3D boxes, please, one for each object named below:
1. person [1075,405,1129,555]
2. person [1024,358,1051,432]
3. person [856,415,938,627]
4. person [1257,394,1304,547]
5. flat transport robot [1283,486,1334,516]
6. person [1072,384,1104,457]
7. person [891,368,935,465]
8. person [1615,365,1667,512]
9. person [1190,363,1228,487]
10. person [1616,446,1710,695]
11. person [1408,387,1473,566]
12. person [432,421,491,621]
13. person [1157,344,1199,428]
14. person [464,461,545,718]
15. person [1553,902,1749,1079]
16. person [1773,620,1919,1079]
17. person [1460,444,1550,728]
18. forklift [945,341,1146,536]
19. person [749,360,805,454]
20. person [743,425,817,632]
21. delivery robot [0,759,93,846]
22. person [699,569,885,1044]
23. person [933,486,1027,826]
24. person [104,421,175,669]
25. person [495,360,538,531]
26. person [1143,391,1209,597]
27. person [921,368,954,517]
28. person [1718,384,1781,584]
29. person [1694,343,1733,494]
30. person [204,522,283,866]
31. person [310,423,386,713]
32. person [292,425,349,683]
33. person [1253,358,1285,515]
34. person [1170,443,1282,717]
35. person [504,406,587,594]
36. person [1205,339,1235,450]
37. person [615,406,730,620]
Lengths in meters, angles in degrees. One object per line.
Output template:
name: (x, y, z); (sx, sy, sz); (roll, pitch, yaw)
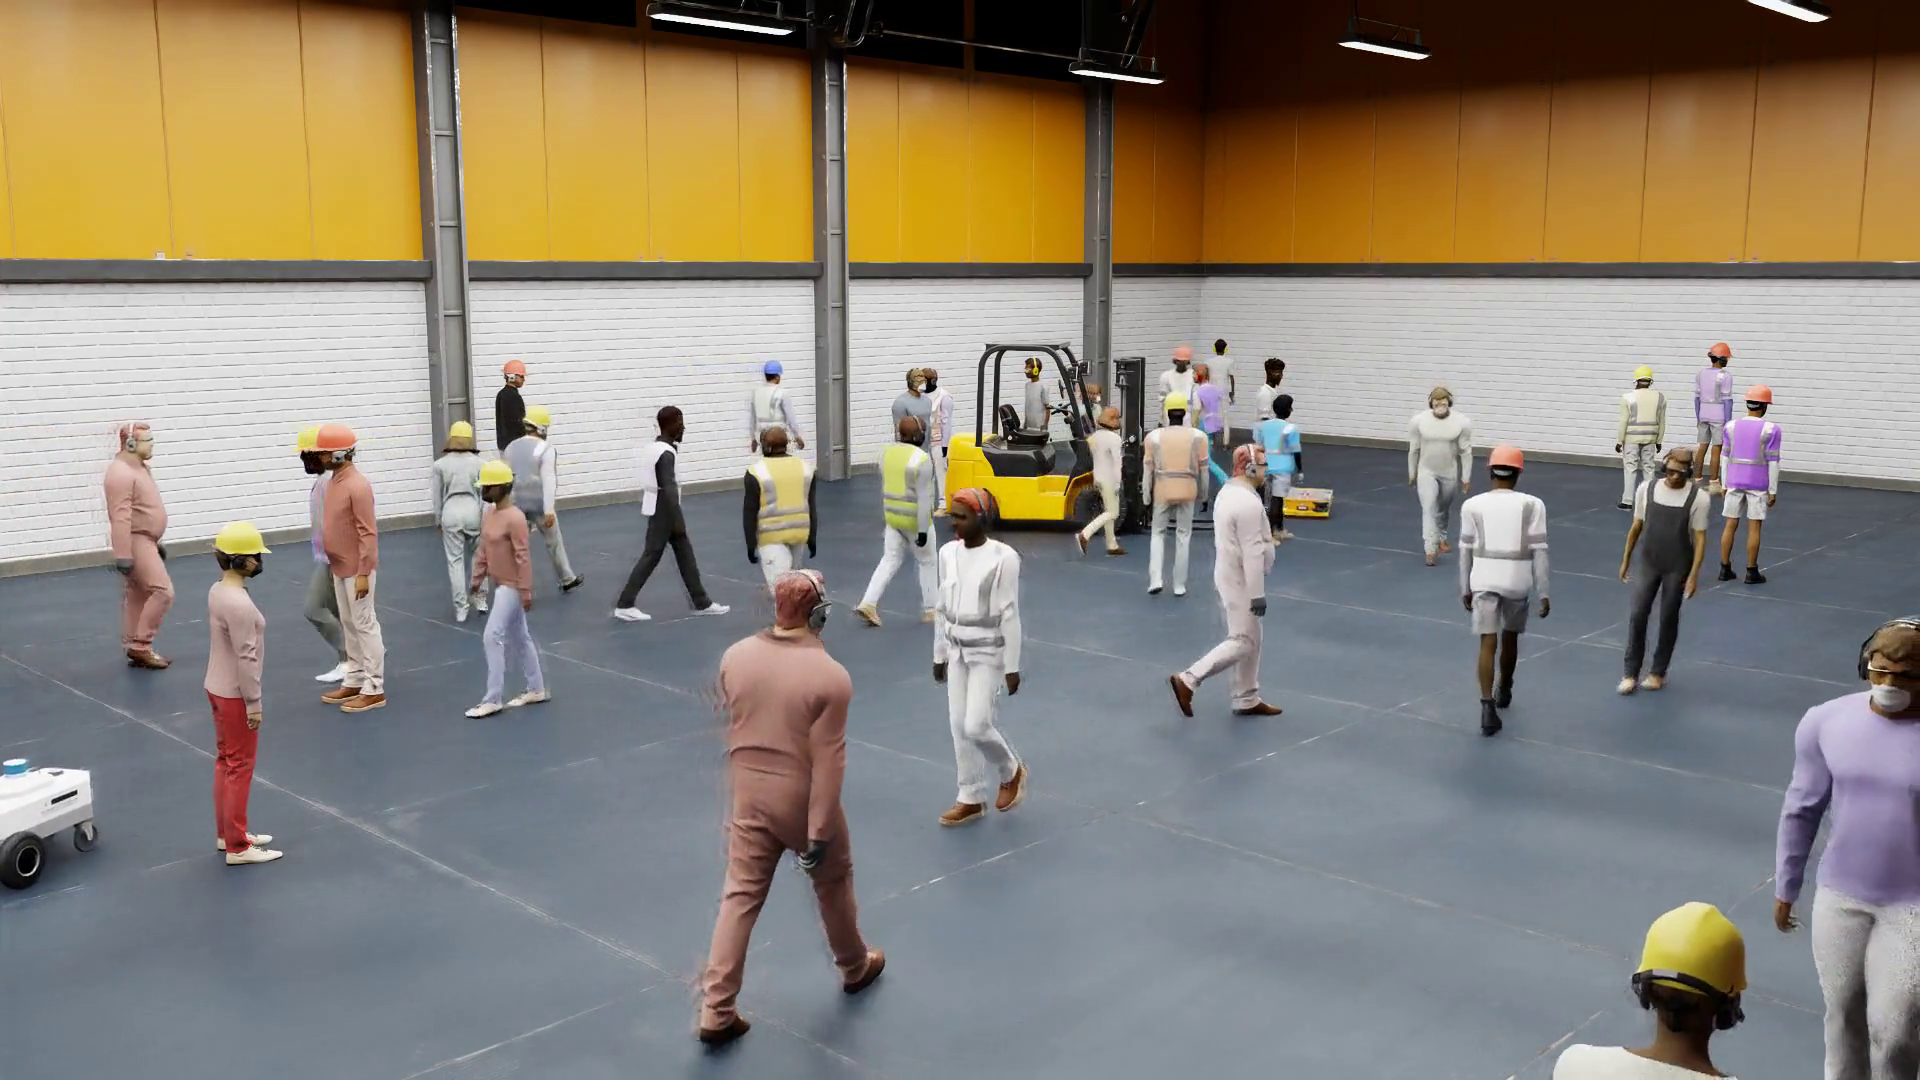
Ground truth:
person: (1.501, -0.607, 17.458); (0.631, 1.616, 0.506); (-4, 10, -24)
person: (0.998, -1.485, 22.095); (0.330, 1.859, 0.512); (-6, 11, -33)
person: (-0.484, -0.160, 14.122); (0.623, 1.812, 0.892); (9, 13, 43)
person: (3.558, -0.756, 18.182); (0.749, 1.662, 0.548); (-7, 12, -38)
flat transport robot: (4.316, -0.487, 20.823); (0.652, 0.197, 1.431); (2, 10, 15)
person: (1.602, -1.214, 21.257); (0.854, 1.587, 0.497); (5, 10, 27)
person: (-0.501, -0.953, 18.579); (0.372, 1.940, 0.632); (6, 11, 33)
person: (8.501, -1.266, 20.821); (0.603, 1.830, 0.402); (-1, 9, -3)
person: (3.257, -1.409, 21.787); (0.867, 1.814, 0.574); (5, 11, 30)
person: (4.948, 0.223, 11.782); (0.592, 1.801, 0.700); (7, 11, 36)
person: (5.015, -0.706, 17.409); (0.653, 1.851, 1.181); (2, 10, 13)
person: (-4.339, -0.173, 14.511); (0.494, 1.708, 0.670); (-3, 10, -15)
person: (3.039, -1.711, 23.017); (0.629, 2.010, 0.730); (0, 9, 3)
person: (-3.169, 0.331, 11.325); (0.750, 1.741, 0.541); (-6, 11, -32)
person: (1.512, 1.607, 3.529); (0.548, 1.725, 0.859); (8, 12, 40)
person: (3.005, 1.197, 5.453); (0.459, 1.919, 0.658); (-8, 12, -41)
person: (3.637, 0.295, 11.145); (0.580, 1.871, 1.035); (3, 10, 18)
forklift: (0.977, -1.223, 19.452); (2.313, 2.155, 1.214); (2, 9, 11)
person: (-2.287, -1.281, 20.708); (0.626, 1.890, 1.015); (8, 12, 40)
person: (-1.378, -0.002, 13.214); (0.632, 1.810, 0.859); (-7, 12, -37)
delivery robot: (-4.750, 1.351, 8.397); (0.477, 0.478, 0.707); (2, 10, 13)
person: (-0.690, 1.038, 6.664); (0.636, 1.852, 1.027); (5, 10, 26)
person: (0.095, 0.633, 9.063); (0.464, 1.867, 0.604); (-9, 13, -43)
person: (-6.156, 0.047, 12.580); (0.475, 1.889, 0.672); (-3, 10, -16)
person: (-5.163, -1.091, 19.276); (0.401, 1.986, 0.612); (-7, 11, -35)
person: (1.990, -0.417, 15.343); (0.608, 1.920, 0.441); (1, 9, 7)
person: (-0.361, -1.197, 20.419); (0.623, 1.835, 0.430); (8, 12, 39)
person: (7.634, -0.538, 16.070); (0.380, 1.930, 0.541); (-9, 13, -44)
person: (10.201, -1.640, 22.473); (0.377, 2.044, 0.608); (-4, 10, -21)
person: (-3.672, 0.778, 8.526); (0.348, 1.756, 0.518); (-7, 12, -36)
person: (-4.204, 0.185, 11.440); (0.392, 1.991, 0.611); (-7, 12, -38)
person: (-4.609, 0.114, 12.117); (0.425, 1.906, 0.625); (-4, 10, -23)
person: (3.753, -1.235, 20.239); (0.373, 1.960, 0.601); (2, 9, 13)
person: (1.808, 0.290, 11.131); (0.723, 1.881, 0.653); (0, 9, -1)
person: (-3.848, -0.338, 15.280); (0.628, 1.775, 0.920); (5, 10, 28)
person: (4.340, -2.429, 27.862); (0.535, 1.863, 0.309); (1, 9, 7)
person: (-2.540, -0.227, 14.388); (1.007, 1.867, 0.612); (-2, 9, -12)
